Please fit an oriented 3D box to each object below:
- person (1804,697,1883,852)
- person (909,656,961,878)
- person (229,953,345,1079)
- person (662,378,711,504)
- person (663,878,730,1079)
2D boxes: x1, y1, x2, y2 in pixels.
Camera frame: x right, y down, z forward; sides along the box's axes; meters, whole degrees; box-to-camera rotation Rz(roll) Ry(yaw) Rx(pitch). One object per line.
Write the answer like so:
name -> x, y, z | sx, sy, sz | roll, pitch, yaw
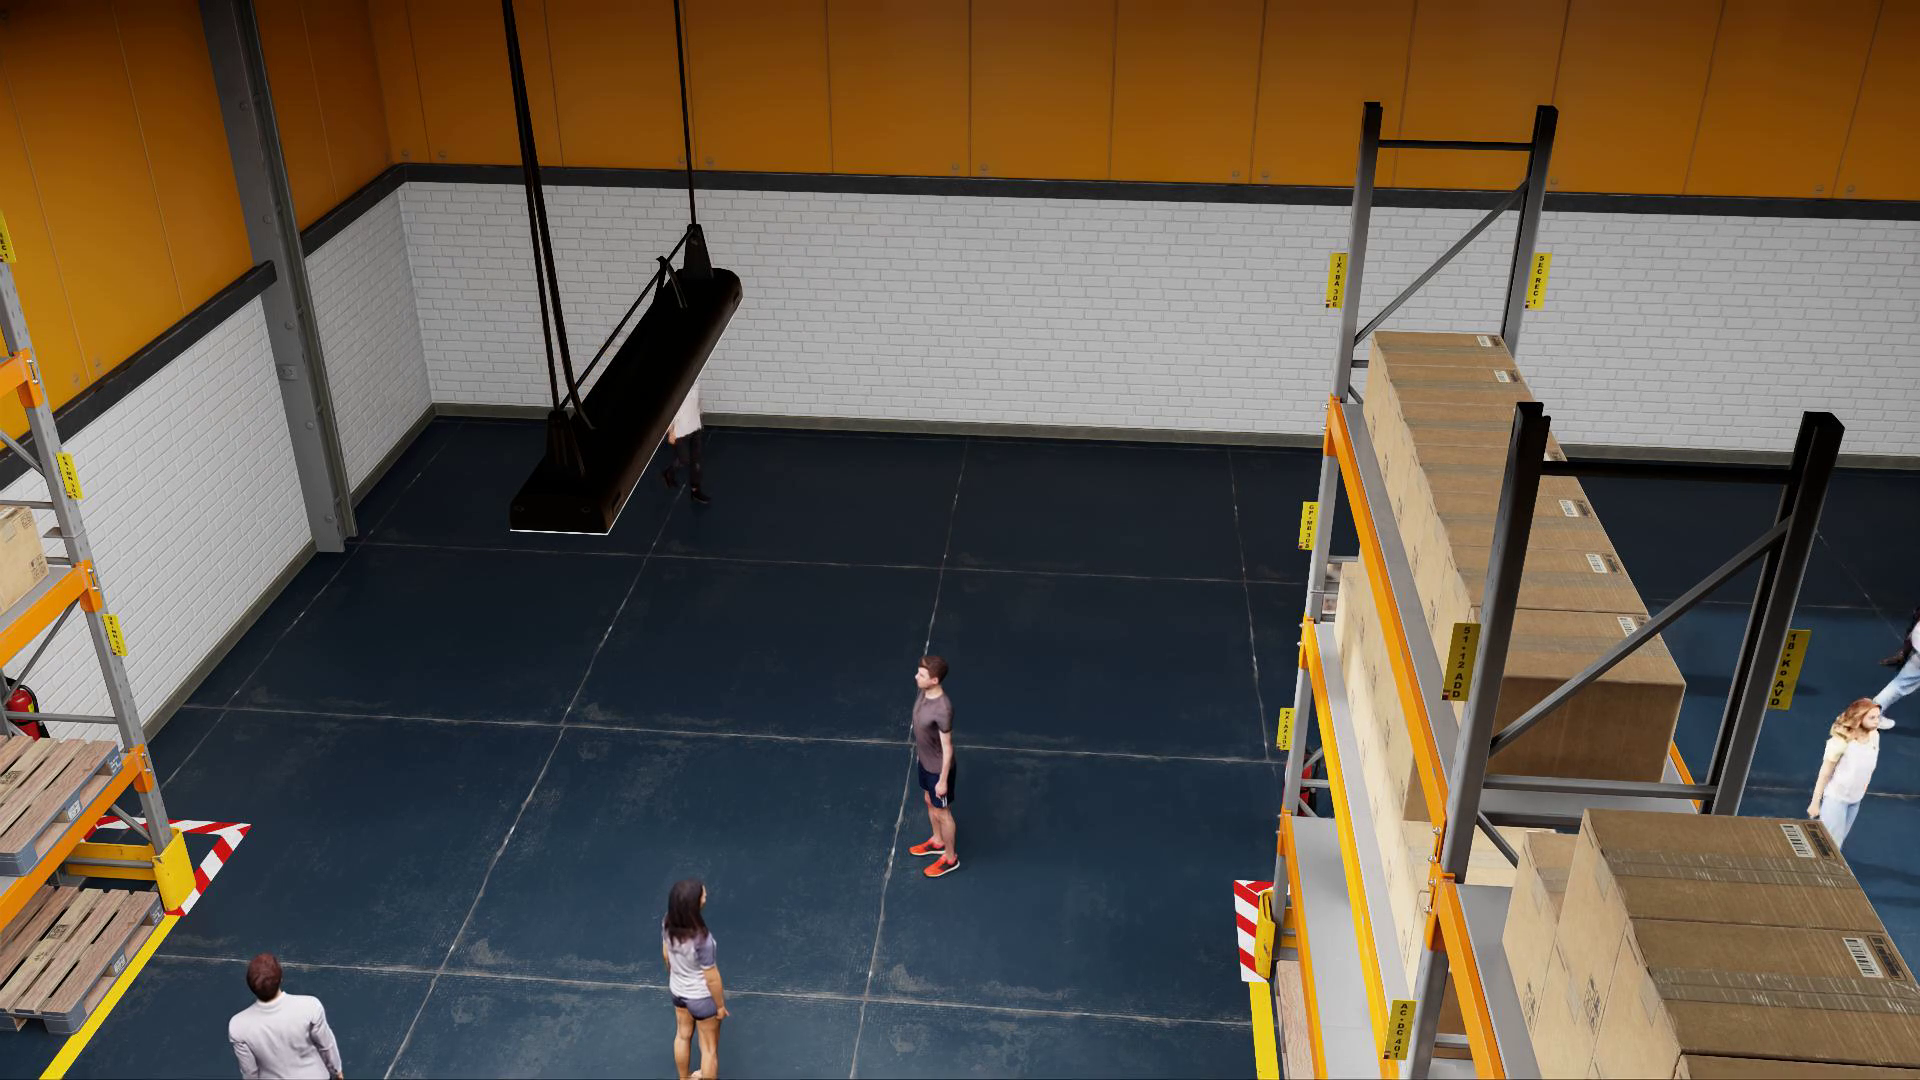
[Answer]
person -> 6.265, 1.823, 12.023 | 0.904, 1.707, 1.053 | -12, 31, -21
person -> -0.171, 1.641, 12.207 | 0.789, 1.851, 0.642 | -11, 30, -18
person -> -3.811, 3.107, 9.518 | 0.764, 1.853, 0.755 | -12, 31, -21
person -> -2.946, -1.219, 17.600 | 0.923, 1.707, 0.905 | 20, 35, 32
person -> -1.632, 2.776, 10.249 | 0.651, 1.733, 0.662 | 20, 34, 32
